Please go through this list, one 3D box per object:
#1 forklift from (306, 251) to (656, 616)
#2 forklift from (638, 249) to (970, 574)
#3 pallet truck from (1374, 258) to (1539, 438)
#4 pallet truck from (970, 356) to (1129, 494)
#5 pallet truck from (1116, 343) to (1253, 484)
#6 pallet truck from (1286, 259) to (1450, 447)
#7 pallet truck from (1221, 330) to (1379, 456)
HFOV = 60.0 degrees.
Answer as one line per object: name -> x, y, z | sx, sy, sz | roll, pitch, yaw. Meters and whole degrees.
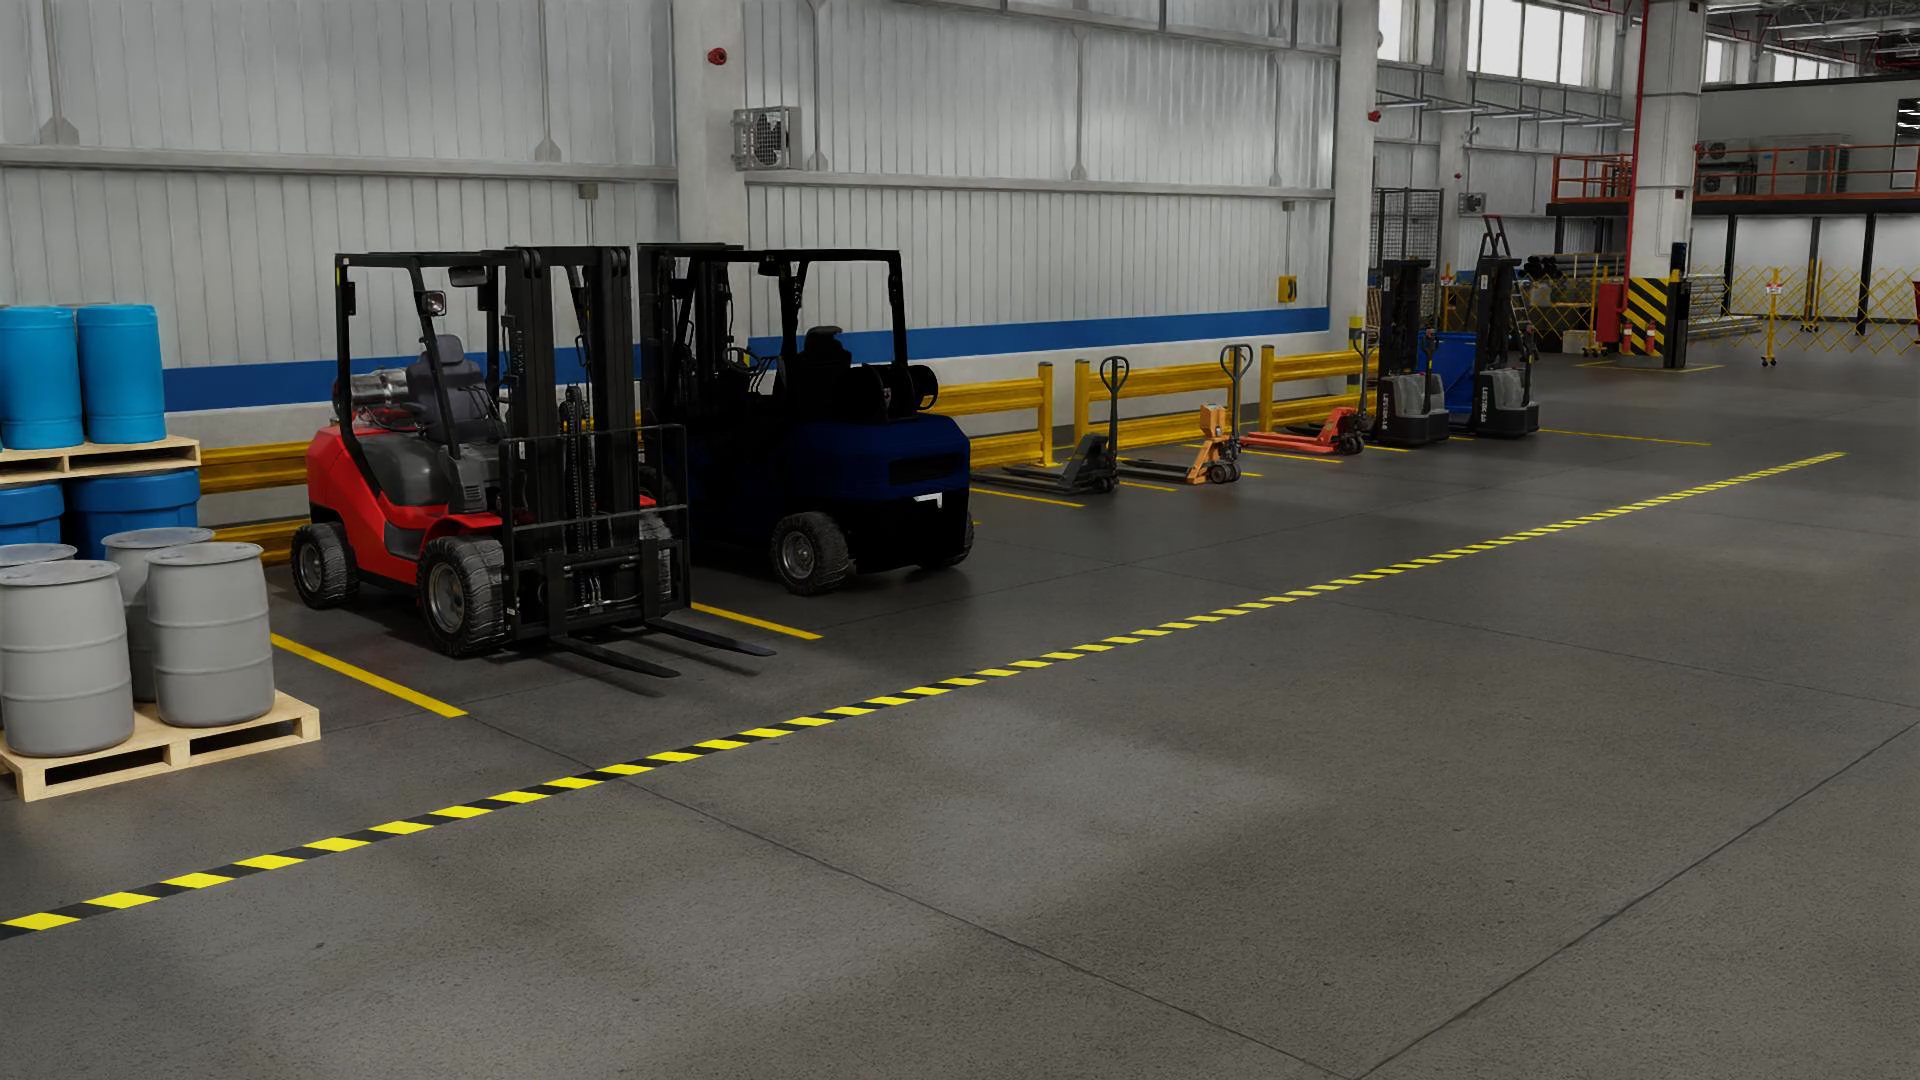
forklift -> -2.833, -0.669, 9.694 | 1.157, 1.987, 2.680 | -10, 14, -44
forklift -> -1.173, -0.958, 11.239 | 2.680, 1.987, 1.157 | 10, 14, 43
pallet truck -> 5.704, -2.208, 18.901 | 1.885, 1.965, 0.823 | 10, 14, 43
pallet truck -> 0.784, -1.085, 14.876 | 0.680, 1.201, 1.601 | -10, 14, -44
pallet truck -> 1.962, -1.215, 15.415 | 1.522, 1.261, 0.704 | 10, 14, 43
pallet truck -> 4.493, -2.078, 18.196 | 0.823, 1.965, 1.885 | -9, 14, -40
pallet truck -> 3.563, -1.581, 17.381 | 0.653, 1.274, 1.630 | -10, 14, -44
